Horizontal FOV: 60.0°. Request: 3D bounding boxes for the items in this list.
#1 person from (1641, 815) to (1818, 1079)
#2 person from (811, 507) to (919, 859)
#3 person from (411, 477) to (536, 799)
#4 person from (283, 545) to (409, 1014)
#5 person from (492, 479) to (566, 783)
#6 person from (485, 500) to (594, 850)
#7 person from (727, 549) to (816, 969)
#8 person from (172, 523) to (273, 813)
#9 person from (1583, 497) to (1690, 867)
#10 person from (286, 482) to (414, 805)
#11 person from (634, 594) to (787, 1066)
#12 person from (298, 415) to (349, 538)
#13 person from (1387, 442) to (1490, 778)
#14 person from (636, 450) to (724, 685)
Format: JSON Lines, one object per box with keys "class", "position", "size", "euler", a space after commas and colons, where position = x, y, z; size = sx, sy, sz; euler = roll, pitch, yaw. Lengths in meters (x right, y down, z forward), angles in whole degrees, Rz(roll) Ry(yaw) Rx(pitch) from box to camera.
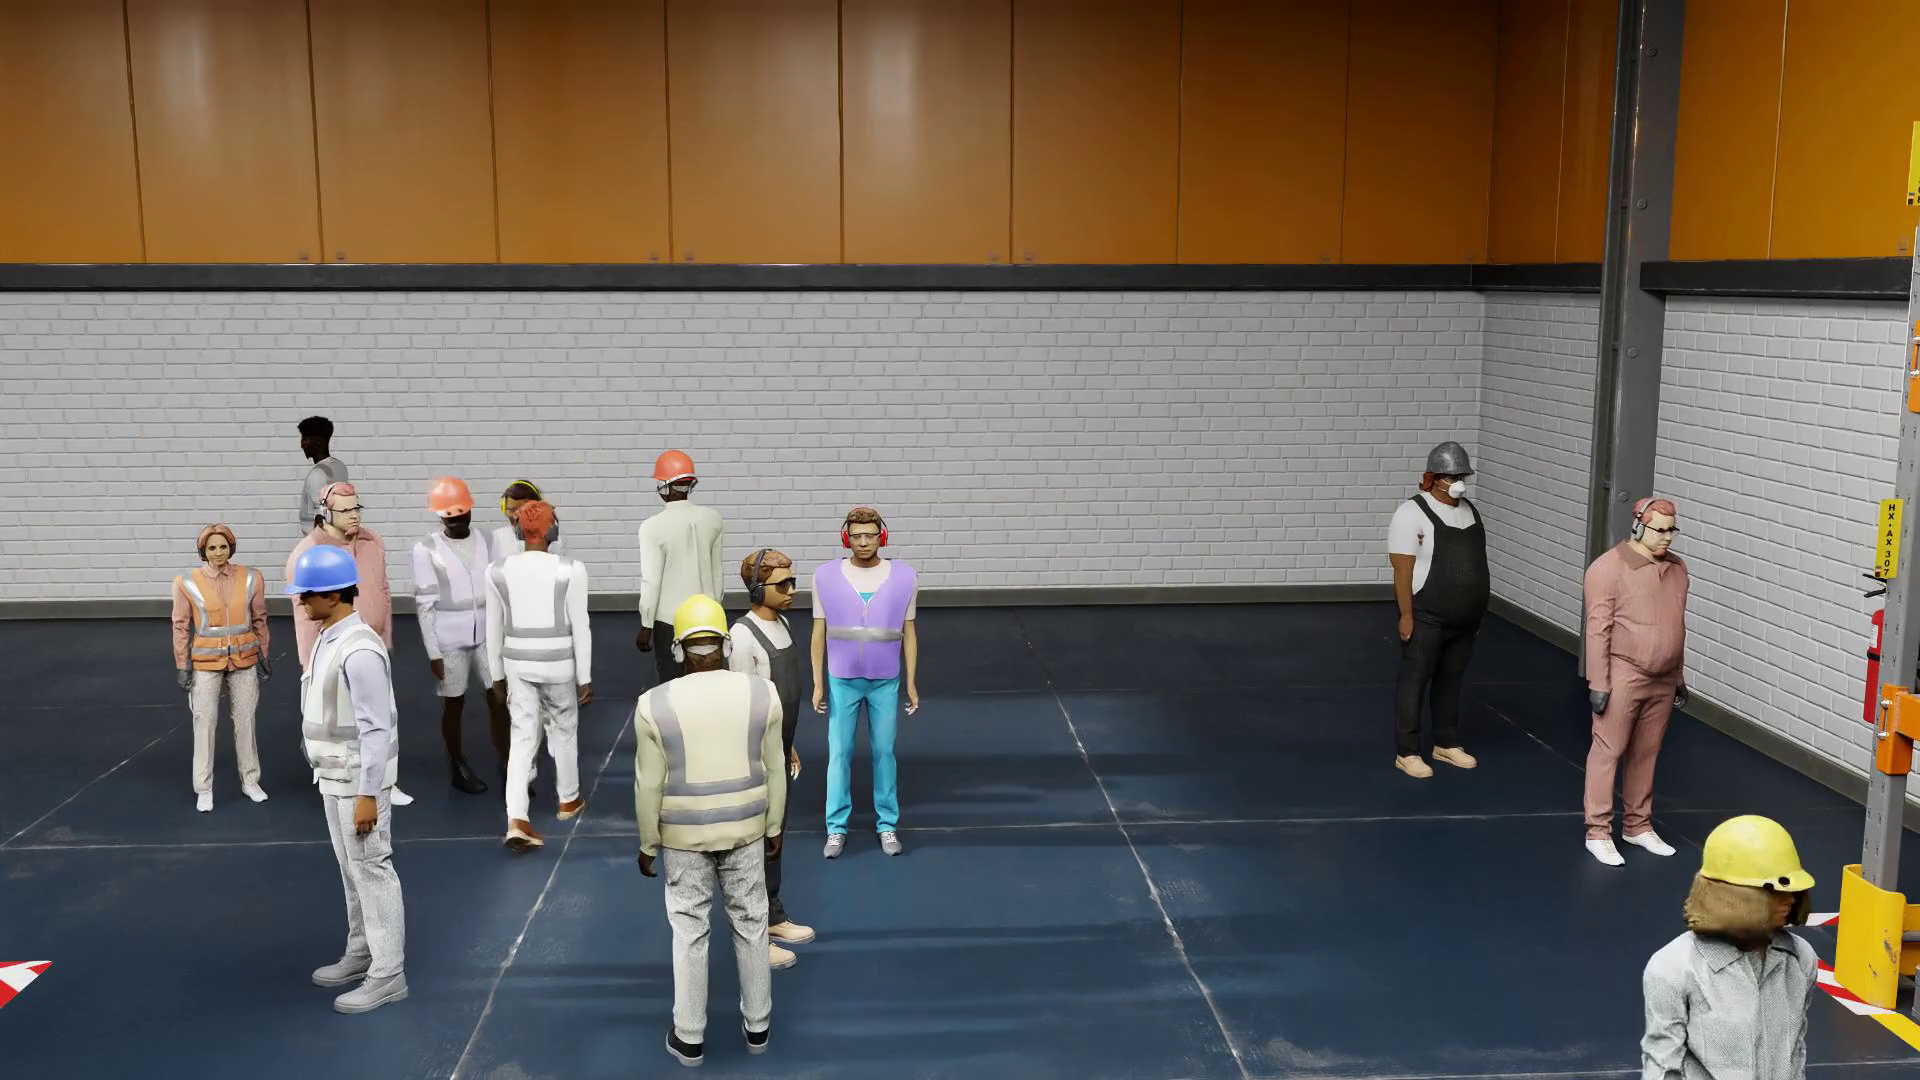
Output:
{"class": "person", "position": [1.890, 1.522, 4.096], "size": [0.493, 1.746, 0.314], "euler": [-3, 10, -18]}
{"class": "person", "position": [-0.497, 0.734, 8.710], "size": [0.563, 1.847, 0.389], "euler": [-1, 9, -7]}
{"class": "person", "position": [-2.763, 0.585, 9.491], "size": [0.568, 1.896, 0.858], "euler": [-9, 12, -43]}
{"class": "person", "position": [-2.535, 0.975, 6.895], "size": [0.405, 1.943, 0.613], "euler": [-6, 11, -34]}
{"class": "person", "position": [-2.588, 0.526, 10.074], "size": [0.572, 1.838, 0.728], "euler": [2, 9, 13]}
{"class": "person", "position": [-2.276, 0.706, 8.943], "size": [0.587, 1.840, 0.996], "euler": [0, 9, -1]}
{"class": "person", "position": [-0.846, 0.950, 7.368], "size": [0.346, 1.846, 0.506], "euler": [2, 9, 14]}
{"class": "person", "position": [-4.195, 0.716, 9.480], "size": [0.523, 1.638, 0.310], "euler": [-7, 11, -38]}
{"class": "person", "position": [3.525, 0.723, 8.615], "size": [0.639, 1.904, 0.407], "euler": [-4, 10, -24]}
{"class": "person", "position": [-3.400, 0.616, 9.296], "size": [0.398, 1.905, 0.662], "euler": [5, 10, 27]}
{"class": "person", "position": [-0.961, 1.113, 6.414], "size": [0.586, 1.822, 0.403], "euler": [-3, 10, -20]}
{"class": "person", "position": [-4.896, 0.017, 12.839], "size": [0.367, 1.966, 0.605], "euler": [-1, 9, -7]}
{"class": "person", "position": [2.959, 0.414, 10.120], "size": [0.678, 2.000, 0.537], "euler": [-5, 10, -30]}
{"class": "person", "position": [-1.685, 0.452, 10.017], "size": [0.379, 1.996, 0.611], "euler": [8, 12, 41]}
